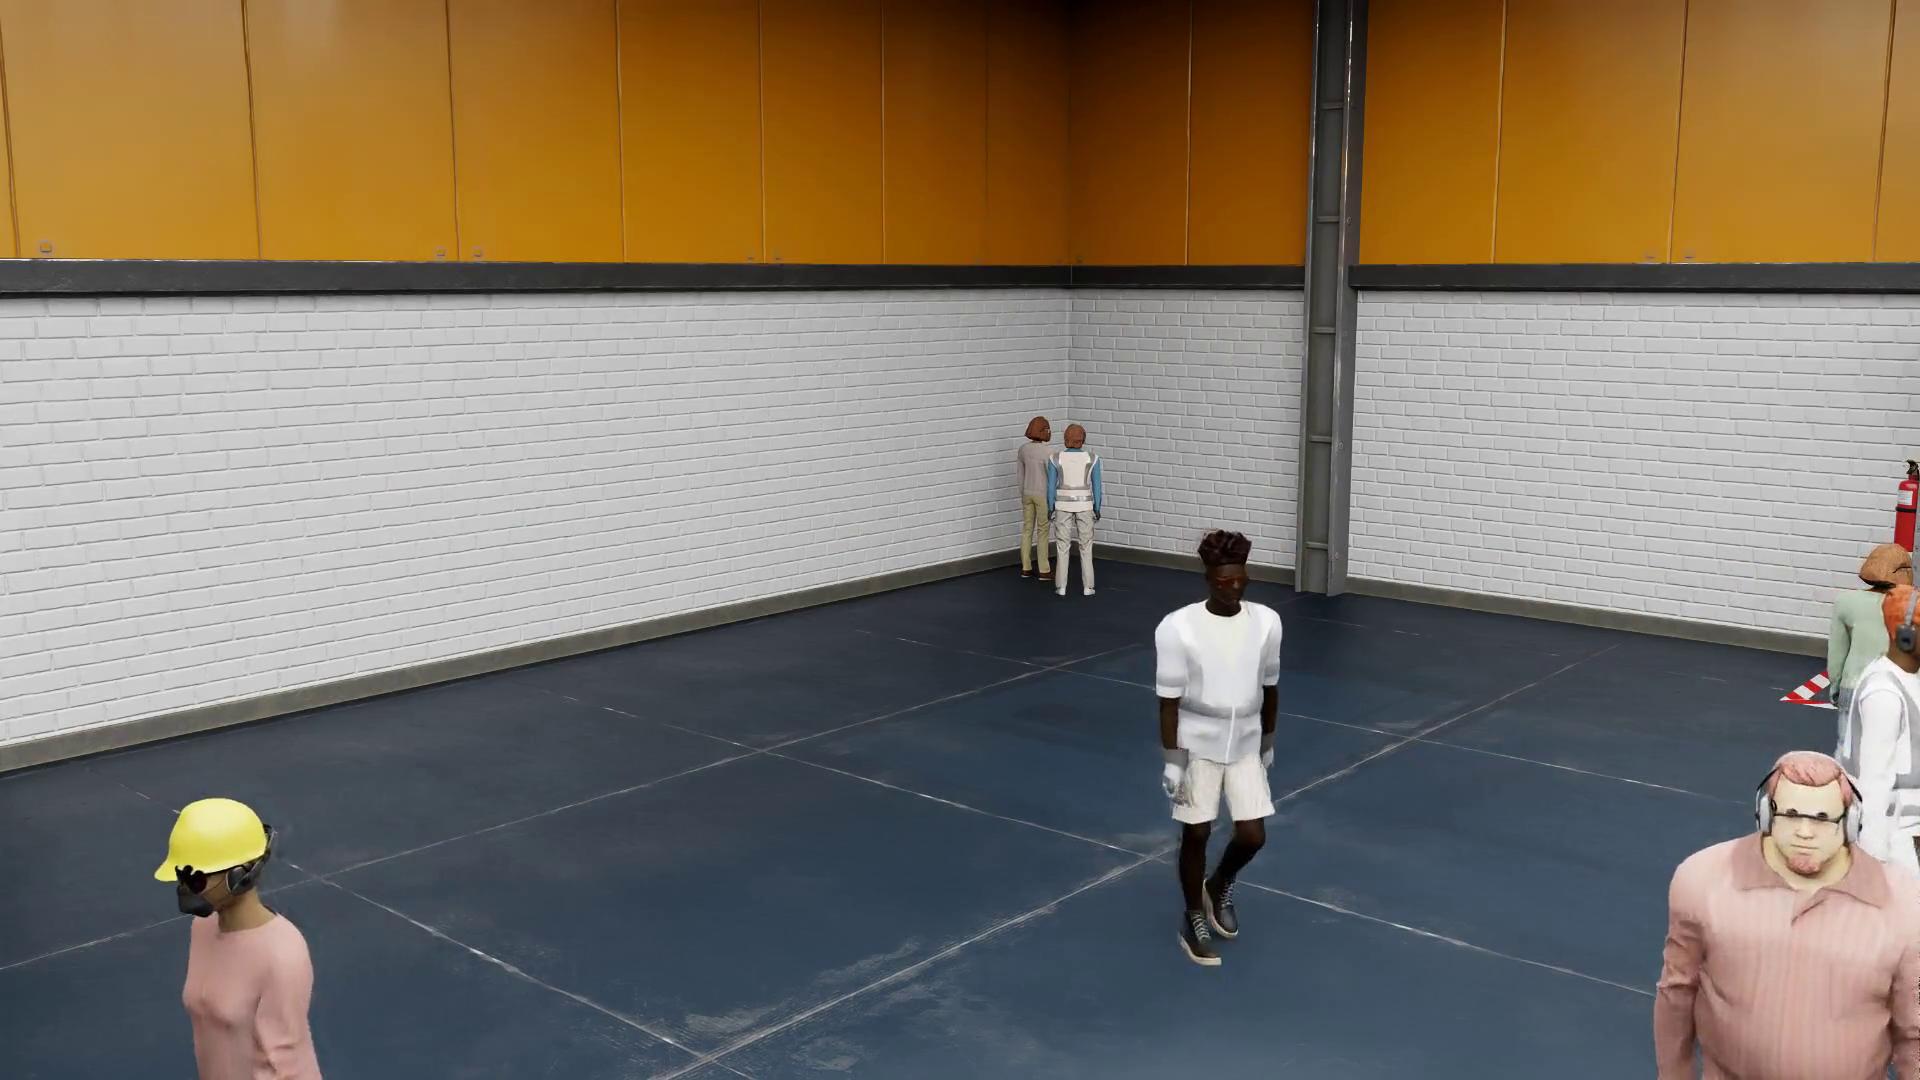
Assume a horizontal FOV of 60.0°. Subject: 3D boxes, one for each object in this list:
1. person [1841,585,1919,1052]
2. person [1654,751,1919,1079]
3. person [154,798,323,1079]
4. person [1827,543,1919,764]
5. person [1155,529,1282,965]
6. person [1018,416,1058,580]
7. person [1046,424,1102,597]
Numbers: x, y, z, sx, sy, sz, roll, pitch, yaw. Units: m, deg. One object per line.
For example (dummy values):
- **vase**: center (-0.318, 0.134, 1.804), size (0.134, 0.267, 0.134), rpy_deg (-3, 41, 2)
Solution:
- **person**: center (3.575, 1.098, 6.328), size (0.435, 1.877, 0.604), rpy_deg (6, 11, 32)
- **person**: center (2.093, 1.449, 4.188), size (0.669, 1.850, 0.980), rpy_deg (4, 10, 26)
- **person**: center (-1.859, 1.514, 4.171), size (0.527, 1.740, 0.770), rpy_deg (7, 11, 36)
- **person**: center (4.852, 0.824, 8.818), size (0.267, 1.632, 0.507), rpy_deg (-6, 11, -32)
- **person**: center (1.135, 0.906, 7.323), size (0.612, 1.952, 0.423), rpy_deg (-2, 9, -13)
- **person**: center (0.785, -0.417, 16.612), size (0.285, 1.633, 0.498), rpy_deg (-9, 13, -44)
- **person**: center (1.074, -0.274, 15.696), size (0.523, 1.637, 0.310), rpy_deg (1, 9, 3)
